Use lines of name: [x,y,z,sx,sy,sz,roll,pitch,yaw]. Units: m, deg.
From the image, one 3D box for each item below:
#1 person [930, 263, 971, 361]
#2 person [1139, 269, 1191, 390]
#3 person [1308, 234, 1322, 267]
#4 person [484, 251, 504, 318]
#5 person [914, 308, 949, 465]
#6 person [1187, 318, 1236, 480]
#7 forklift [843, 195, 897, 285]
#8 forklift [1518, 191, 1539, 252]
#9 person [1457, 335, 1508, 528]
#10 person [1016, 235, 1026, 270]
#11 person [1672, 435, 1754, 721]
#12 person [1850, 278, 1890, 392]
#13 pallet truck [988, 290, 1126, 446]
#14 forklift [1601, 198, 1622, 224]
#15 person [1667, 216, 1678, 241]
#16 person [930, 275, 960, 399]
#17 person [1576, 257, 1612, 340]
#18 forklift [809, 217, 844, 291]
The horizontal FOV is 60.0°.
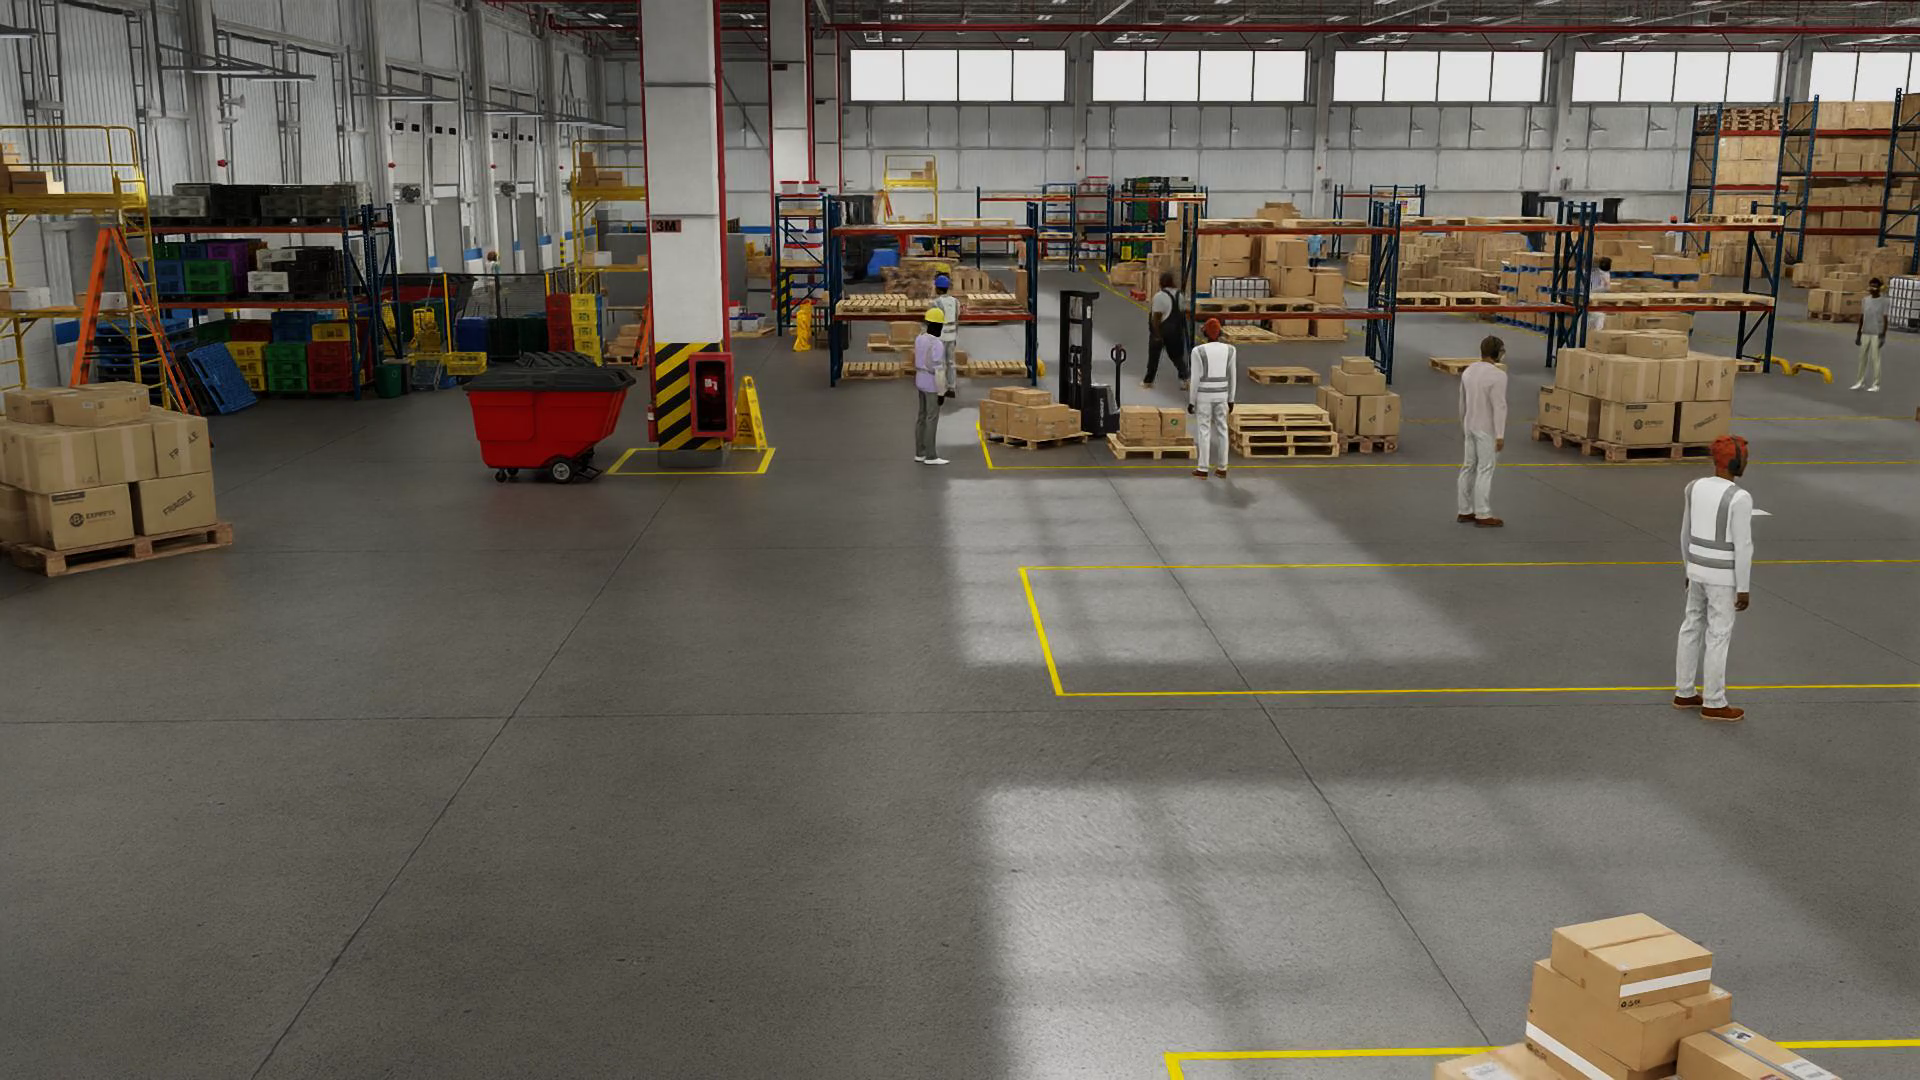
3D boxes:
person: [-0.267,-4.193,30.933,0.987,1.869,0.604,2,13,9]
person: [3.443,-3.481,27.349,0.705,2.000,0.960,-11,16,-40]
person: [12.354,-10.071,57.906,0.563,1.695,0.390,-1,13,-7]
person: [-11.476,-6.267,40.870,0.519,1.633,0.313,10,16,38]
person: [-0.341,-1.879,20.400,0.390,1.919,0.584,-7,14,-30]
person: [2.937,-1.642,19.404,0.584,1.881,0.337,-4,13,-16]
forklift: [-3.065,-9.584,52.991,1.873,2.768,1.129,-7,14,-28]
forklift: [21.467,-11.785,62.930,1.873,2.768,1.129,0,12,-2]
person: [5.291,-1.098,16.822,0.366,1.938,0.630,-4,13,-19]
person: [2.068,-9.023,53.241,0.549,1.642,0.858,0,12,0]
person: [4.949,0.246,10.880,0.355,1.883,0.575,-4,13,-16]
person: [14.918,-3.356,27.216,0.334,1.861,0.502,-6,14,-27]
pallet truck: [1.257,-2.299,22.111,1.885,1.965,0.823,-9,15,-35]
forklift: [18.157,-8.170,46.607,1.873,2.768,1.129,6,14,27]
person: [26.600,-11.139,62.150,0.344,1.942,0.547,4,13,19]
person: [-0.260,-3.192,26.247,0.377,1.950,0.611,11,17,41]
person: [13.310,-5.023,34.844,0.767,1.815,0.631,9,15,34]
forklift: [-4.373,-8.620,48.640,1.873,2.768,1.129,0,12,-2]
